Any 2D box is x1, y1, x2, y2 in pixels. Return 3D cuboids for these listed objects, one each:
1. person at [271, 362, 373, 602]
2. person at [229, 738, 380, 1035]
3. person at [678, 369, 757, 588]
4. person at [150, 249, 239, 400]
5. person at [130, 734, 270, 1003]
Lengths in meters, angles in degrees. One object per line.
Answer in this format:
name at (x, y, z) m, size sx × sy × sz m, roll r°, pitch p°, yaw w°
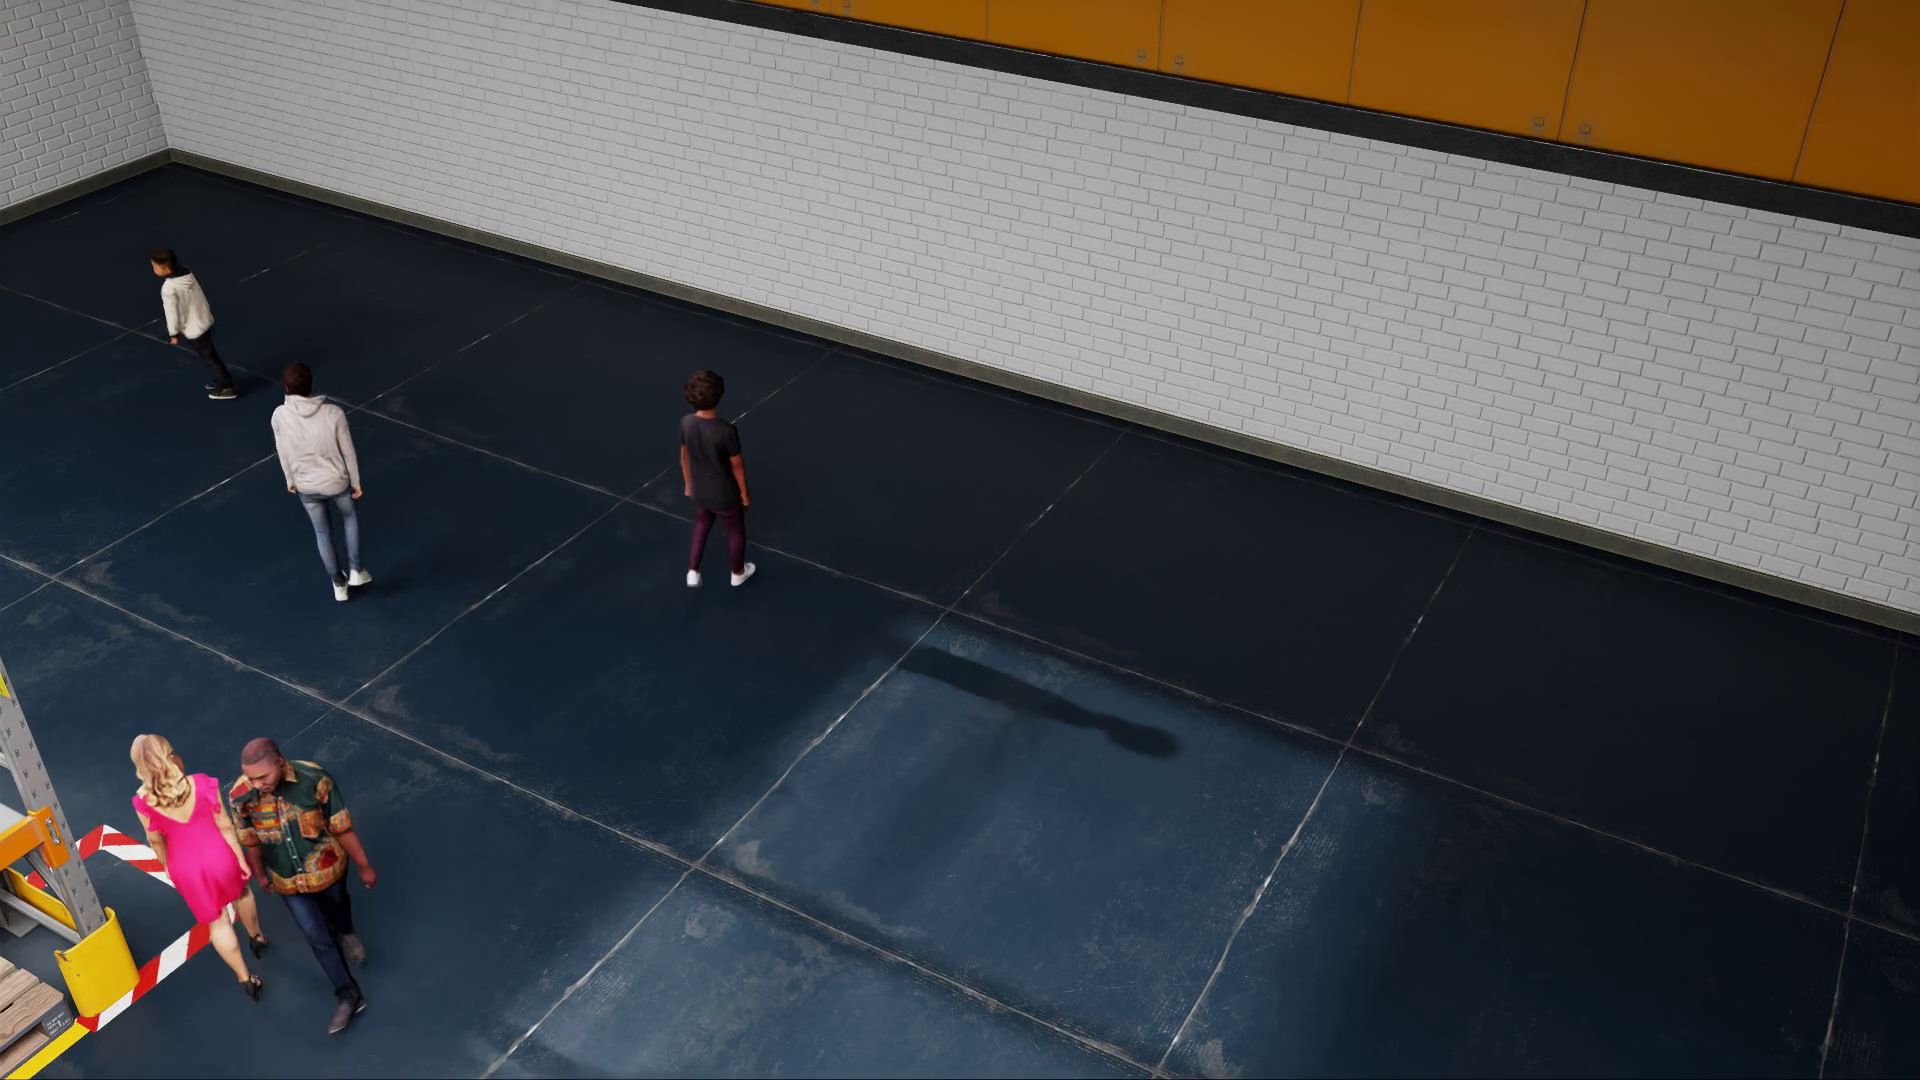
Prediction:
person at (-4.482, -0.350, 11.678) m, size 0.817 × 1.838 × 0.884 m, roll -11°, pitch 35°, yaw -16°
person at (-3.429, 1.651, 8.744) m, size 1.179 × 1.754 × 1.215 m, roll -12°, pitch 36°, yaw -18°
person at (-1.758, -0.369, 11.765) m, size 0.714 × 1.773 × 0.885 m, roll 12°, pitch 35°, yaw 17°
person at (-6.520, -1.859, 14.325) m, size 0.780 × 1.421 × 0.695 m, roll 6°, pitch 34°, yaw 9°
person at (-3.915, 1.759, 8.630) m, size 0.802 × 1.699 × 0.852 m, roll -12°, pitch 35°, yaw -17°
